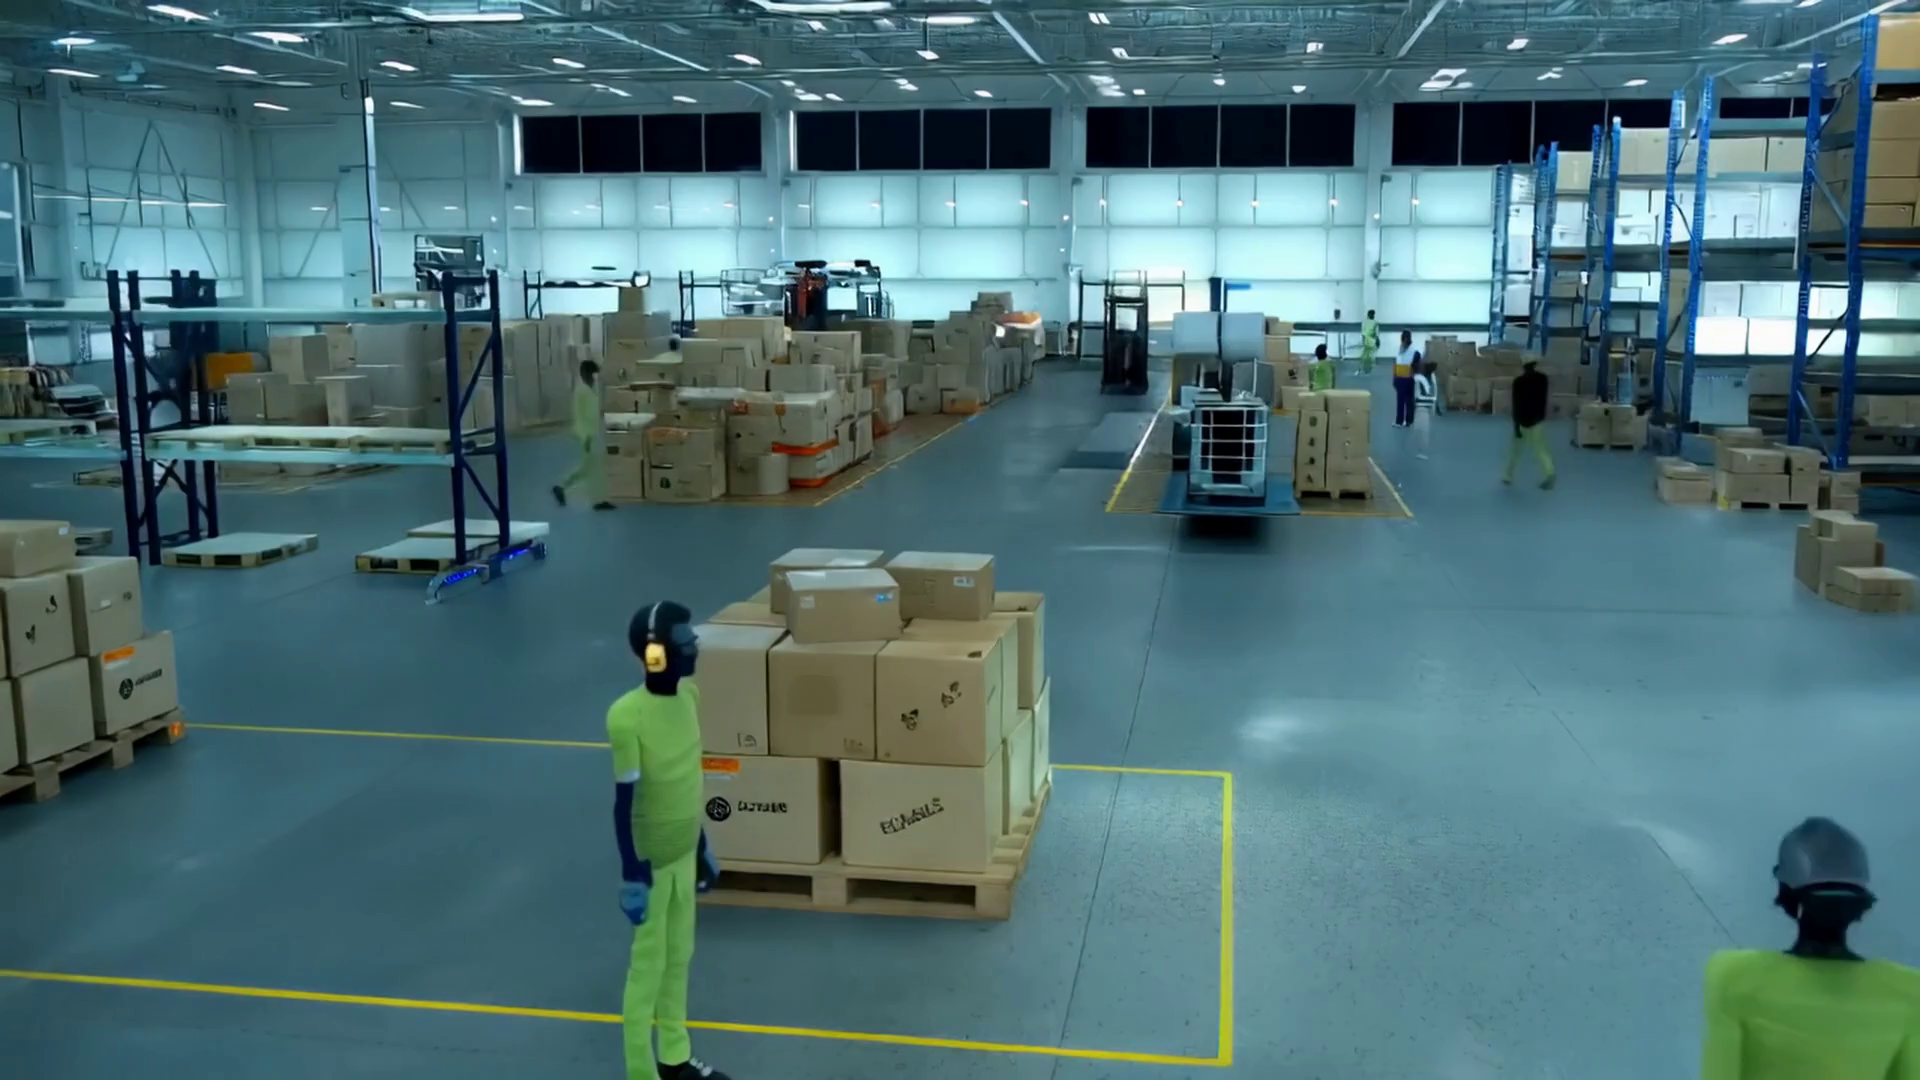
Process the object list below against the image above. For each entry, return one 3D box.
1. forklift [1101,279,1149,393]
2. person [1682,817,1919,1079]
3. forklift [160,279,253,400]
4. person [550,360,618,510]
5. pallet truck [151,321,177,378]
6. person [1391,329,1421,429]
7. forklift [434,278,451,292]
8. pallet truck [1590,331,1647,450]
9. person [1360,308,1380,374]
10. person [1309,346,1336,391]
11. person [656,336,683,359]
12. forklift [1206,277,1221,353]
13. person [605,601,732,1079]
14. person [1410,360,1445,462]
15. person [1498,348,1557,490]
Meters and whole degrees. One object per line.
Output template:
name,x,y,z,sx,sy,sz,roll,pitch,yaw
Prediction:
forklift,4.140,-5.107,41.412,1.129,2.768,1.873,1,9,8
person,2.047,1.533,4.046,0.538,1.718,0.917,2,9,14
forklift,-17.615,-4.669,38.708,1.873,2.768,1.129,1,9,9
person,-4.748,-1.311,20.954,0.743,1.924,0.639,1,9,3
pallet truck,-21.869,-5.598,47.154,0.823,1.965,1.885,4,10,26
person,8.598,-3.098,32.014,0.397,1.911,0.587,-5,11,-30
forklift,-13.692,-5.581,44.334,1.873,2.768,1.129,-3,10,-19
pallet truck,11.253,-2.573,28.499,0.823,1.965,1.885,5,10,27
person,12.020,-5.818,48.766,0.567,1.921,0.461,6,11,33
person,6.433,-2.607,29.644,0.533,1.692,0.319,-3,10,-19
person,-4.855,-2.501,28.296,0.652,1.920,0.507,1,9,6
forklift,7.394,-6.245,48.431,1.873,2.768,1.129,1,9,9
person,-1.045,1.140,5.975,0.325,1.876,0.524,4,10,22
person,7.472,-2.055,26.497,0.512,1.614,0.641,-7,12,-38
person,7.946,-1.679,23.121,0.602,1.963,0.978,-3,10,-17
